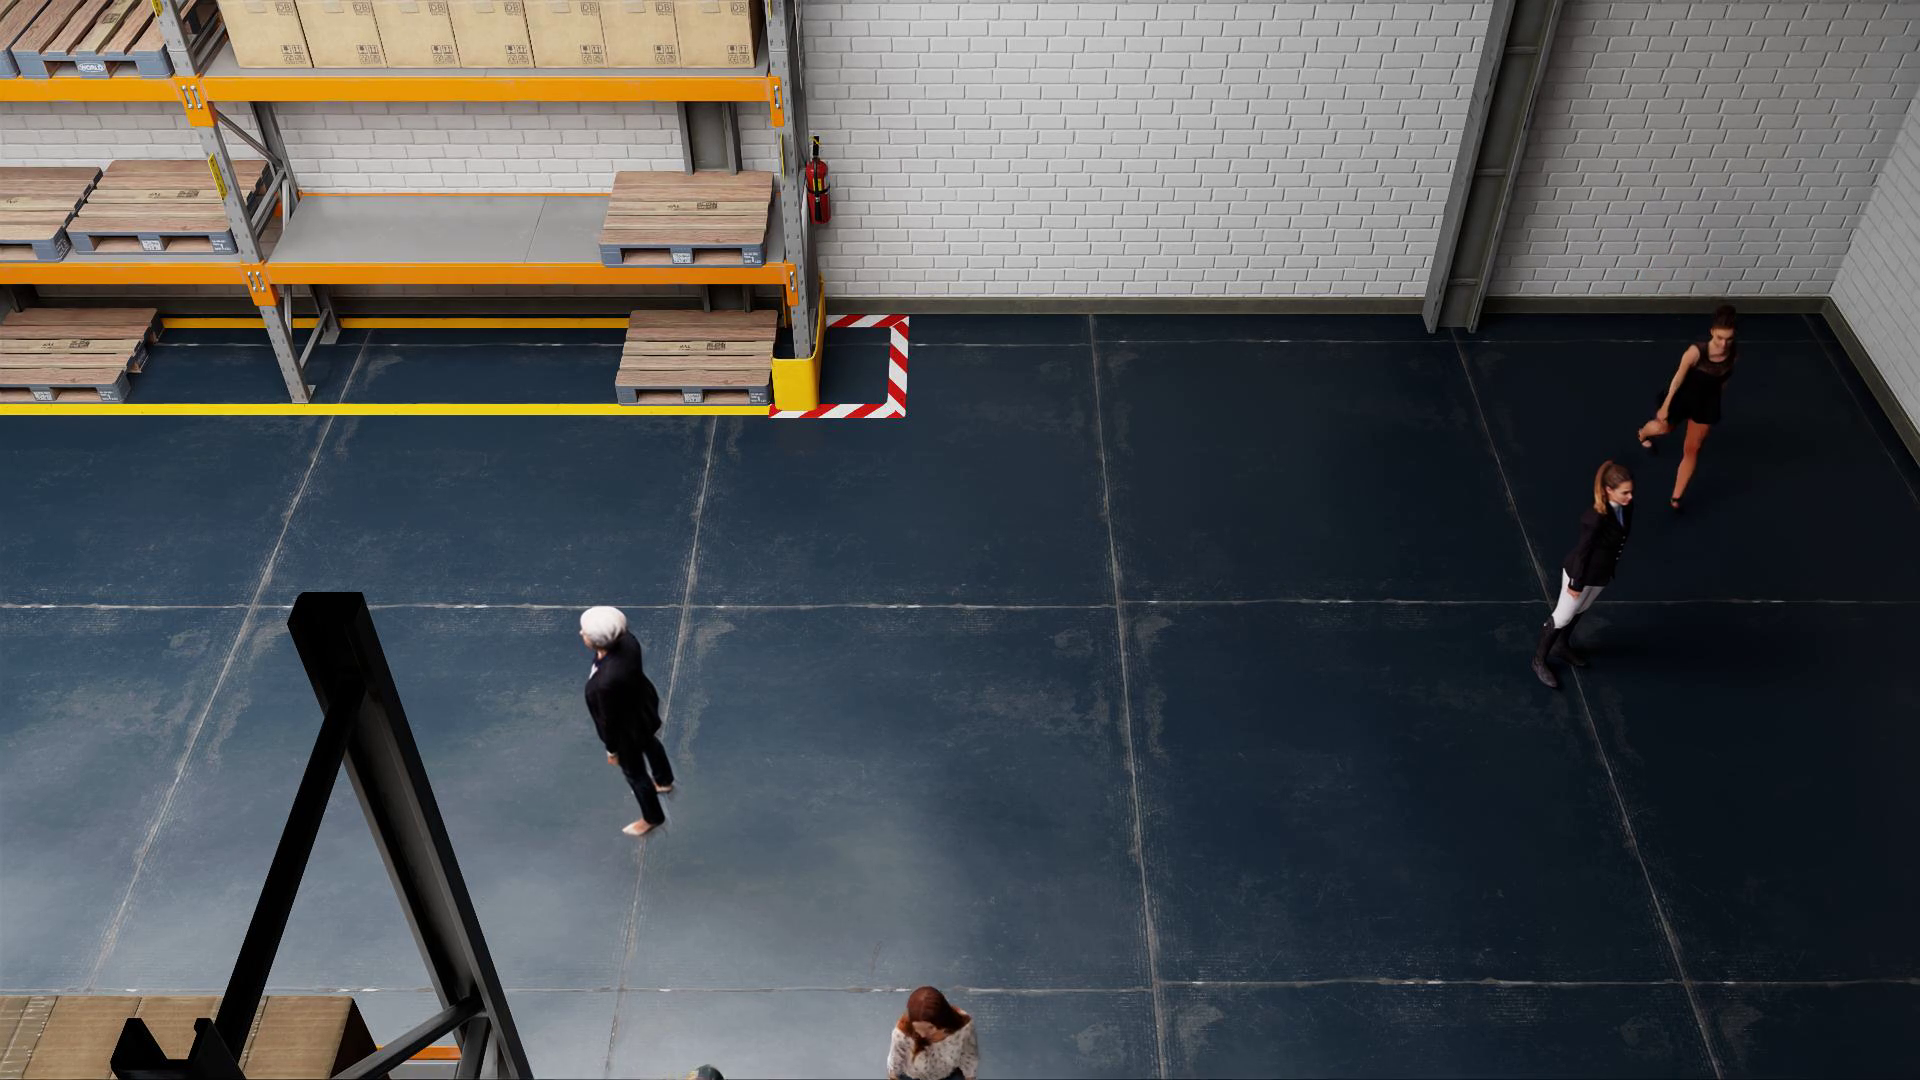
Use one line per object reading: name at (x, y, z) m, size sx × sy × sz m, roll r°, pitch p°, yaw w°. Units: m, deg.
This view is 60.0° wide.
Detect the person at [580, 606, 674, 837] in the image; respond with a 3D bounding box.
person at (-1.783, 0.923, 8.979) m, size 0.633 × 1.777 × 0.744 m, roll 6°, pitch 44°, yaw 6°

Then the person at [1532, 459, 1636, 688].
person at (3.978, 0.208, 10.527) m, size 0.649 × 1.729 × 0.729 m, roll -27°, pitch 50°, yaw -26°

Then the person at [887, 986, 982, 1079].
person at (-0.140, 2.542, 8.106) m, size 0.950 × 1.688 × 0.796 m, roll -12°, pitch 45°, yaw -12°

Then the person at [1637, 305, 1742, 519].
person at (5.211, -1.030, 11.894) m, size 1.027 × 1.636 × 0.680 m, roll -2°, pitch 44°, yaw -2°
